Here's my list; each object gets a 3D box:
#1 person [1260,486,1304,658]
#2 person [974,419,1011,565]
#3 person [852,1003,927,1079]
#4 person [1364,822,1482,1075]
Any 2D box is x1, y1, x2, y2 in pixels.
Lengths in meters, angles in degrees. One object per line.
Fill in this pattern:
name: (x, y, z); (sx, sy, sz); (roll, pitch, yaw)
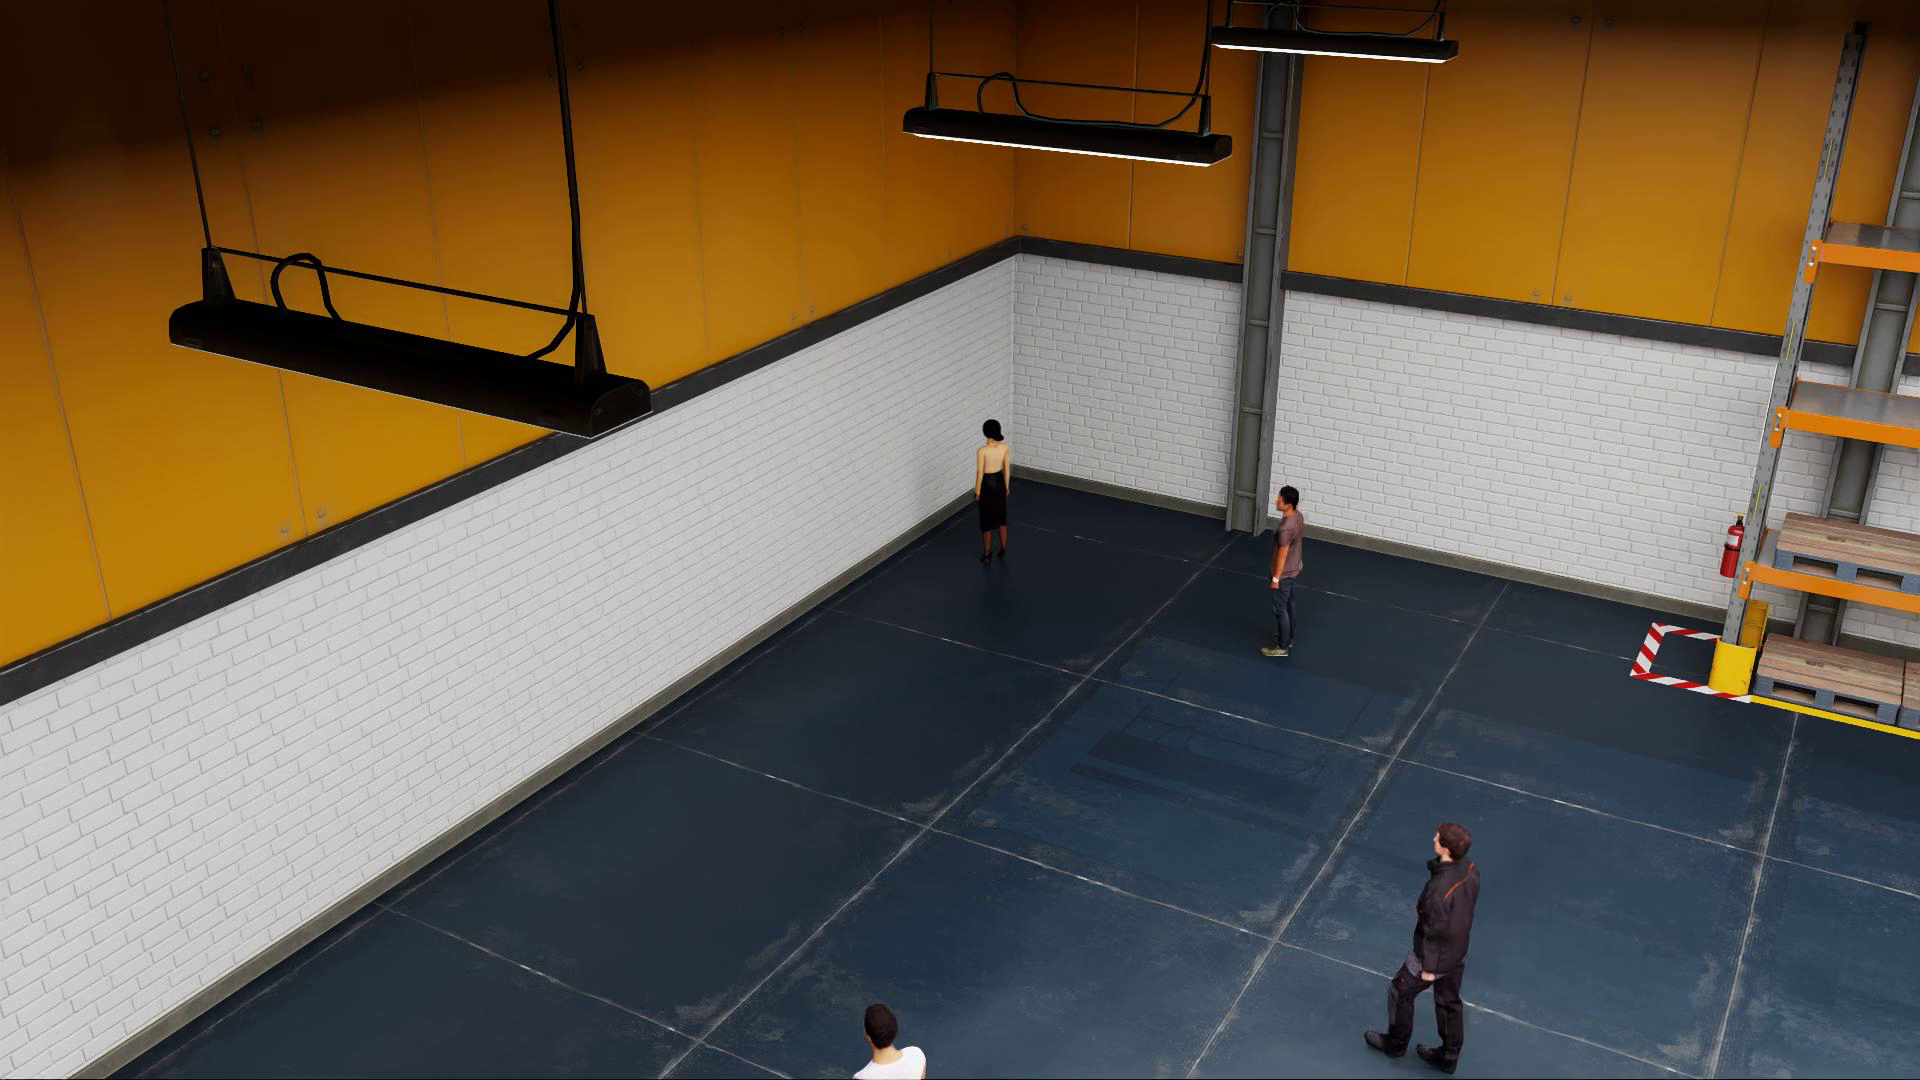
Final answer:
person: (3.199, 0.275, 16.202); (0.569, 1.781, 0.700); (13, 27, 26)
person: (0.353, -0.536, 18.216); (0.670, 1.655, 0.697); (-12, 26, -26)
person: (-0.405, 3.338, 9.188); (0.723, 1.787, 0.704); (-16, 28, -33)
person: (3.163, 2.670, 10.676); (0.922, 1.818, 0.839); (21, 31, 40)
